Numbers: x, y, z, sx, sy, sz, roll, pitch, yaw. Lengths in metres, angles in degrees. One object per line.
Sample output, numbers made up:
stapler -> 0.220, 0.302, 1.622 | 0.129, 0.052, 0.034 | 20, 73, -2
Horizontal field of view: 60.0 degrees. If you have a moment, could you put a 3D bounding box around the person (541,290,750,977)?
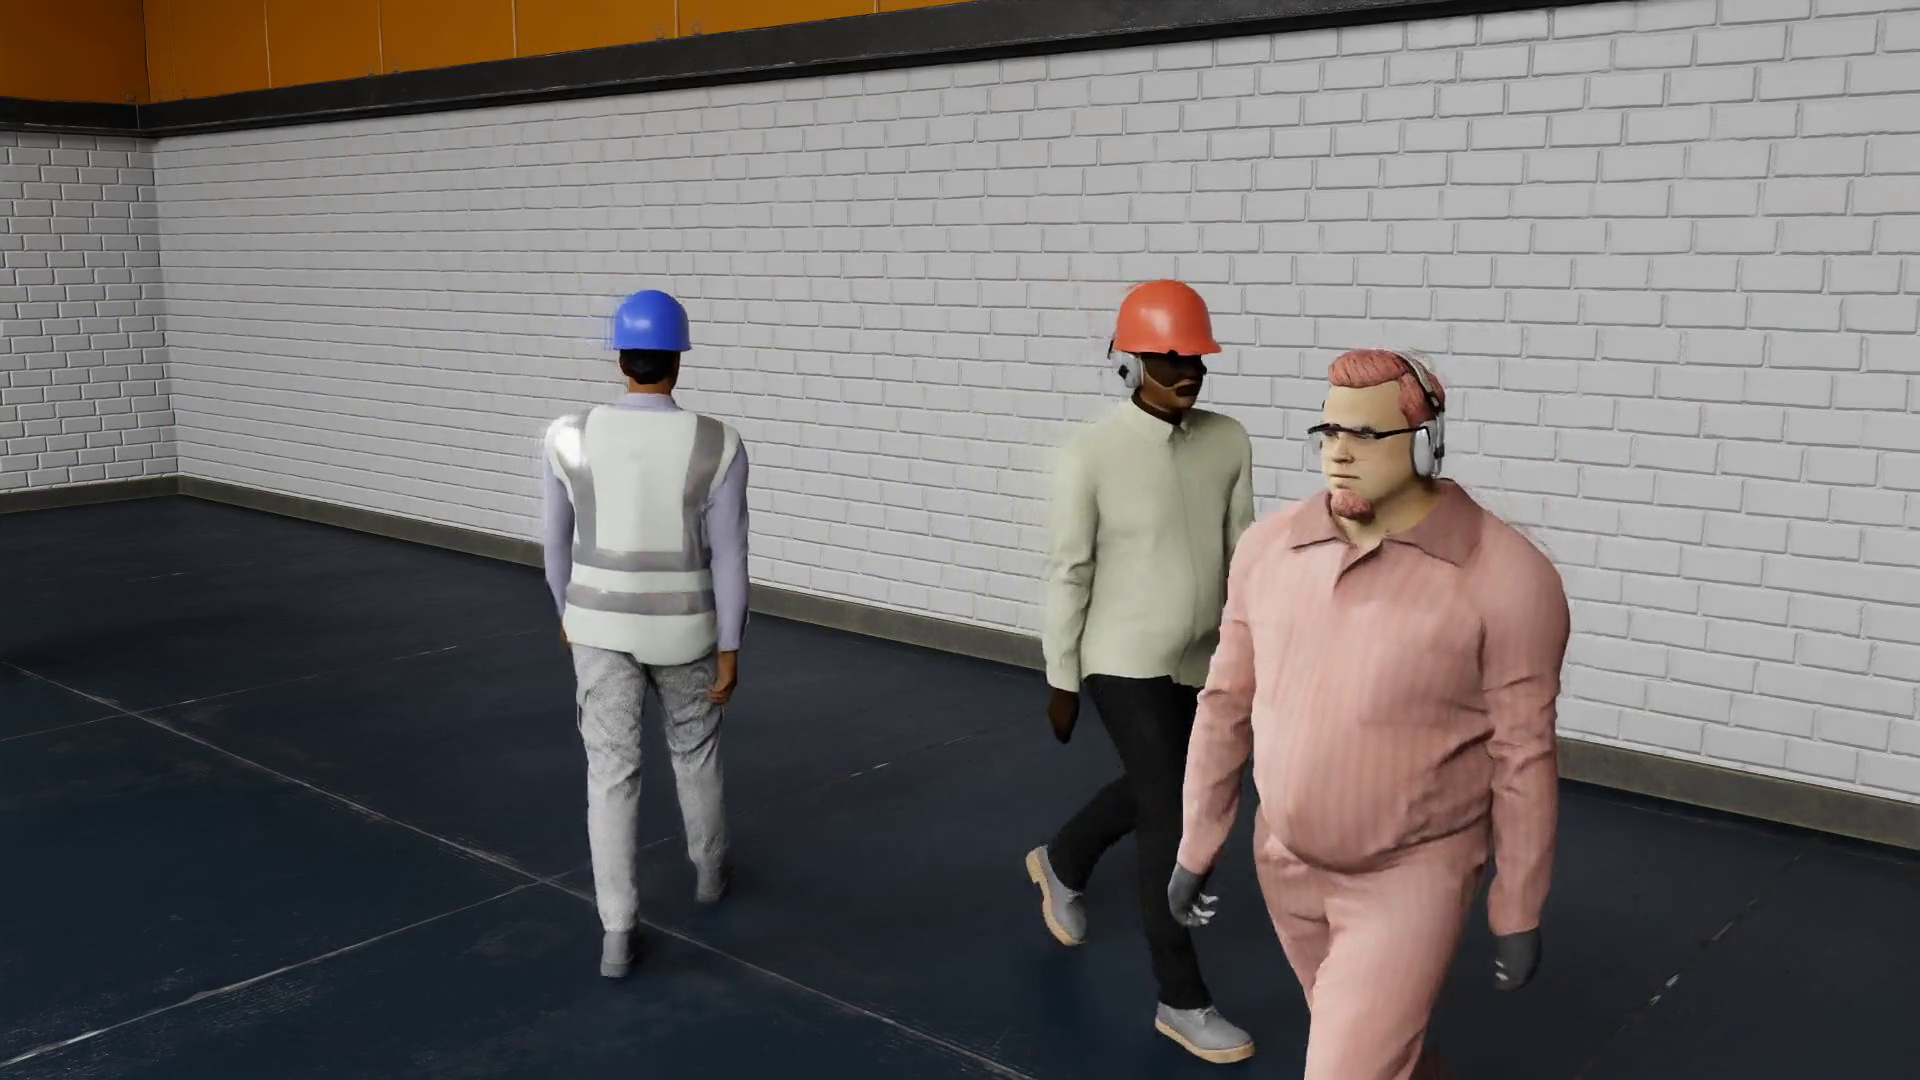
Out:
person -> -0.905, 0.235, 4.845 | 0.609, 1.923, 0.778 | -1, 10, -3

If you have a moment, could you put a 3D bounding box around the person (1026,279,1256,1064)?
person -> 0.456, 0.286, 4.414 | 0.598, 1.956, 0.971 | -7, 12, -36

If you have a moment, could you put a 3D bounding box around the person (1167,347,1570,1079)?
person -> 0.734, 0.575, 3.046 | 1.011, 1.861, 0.657 | -9, 13, -42
